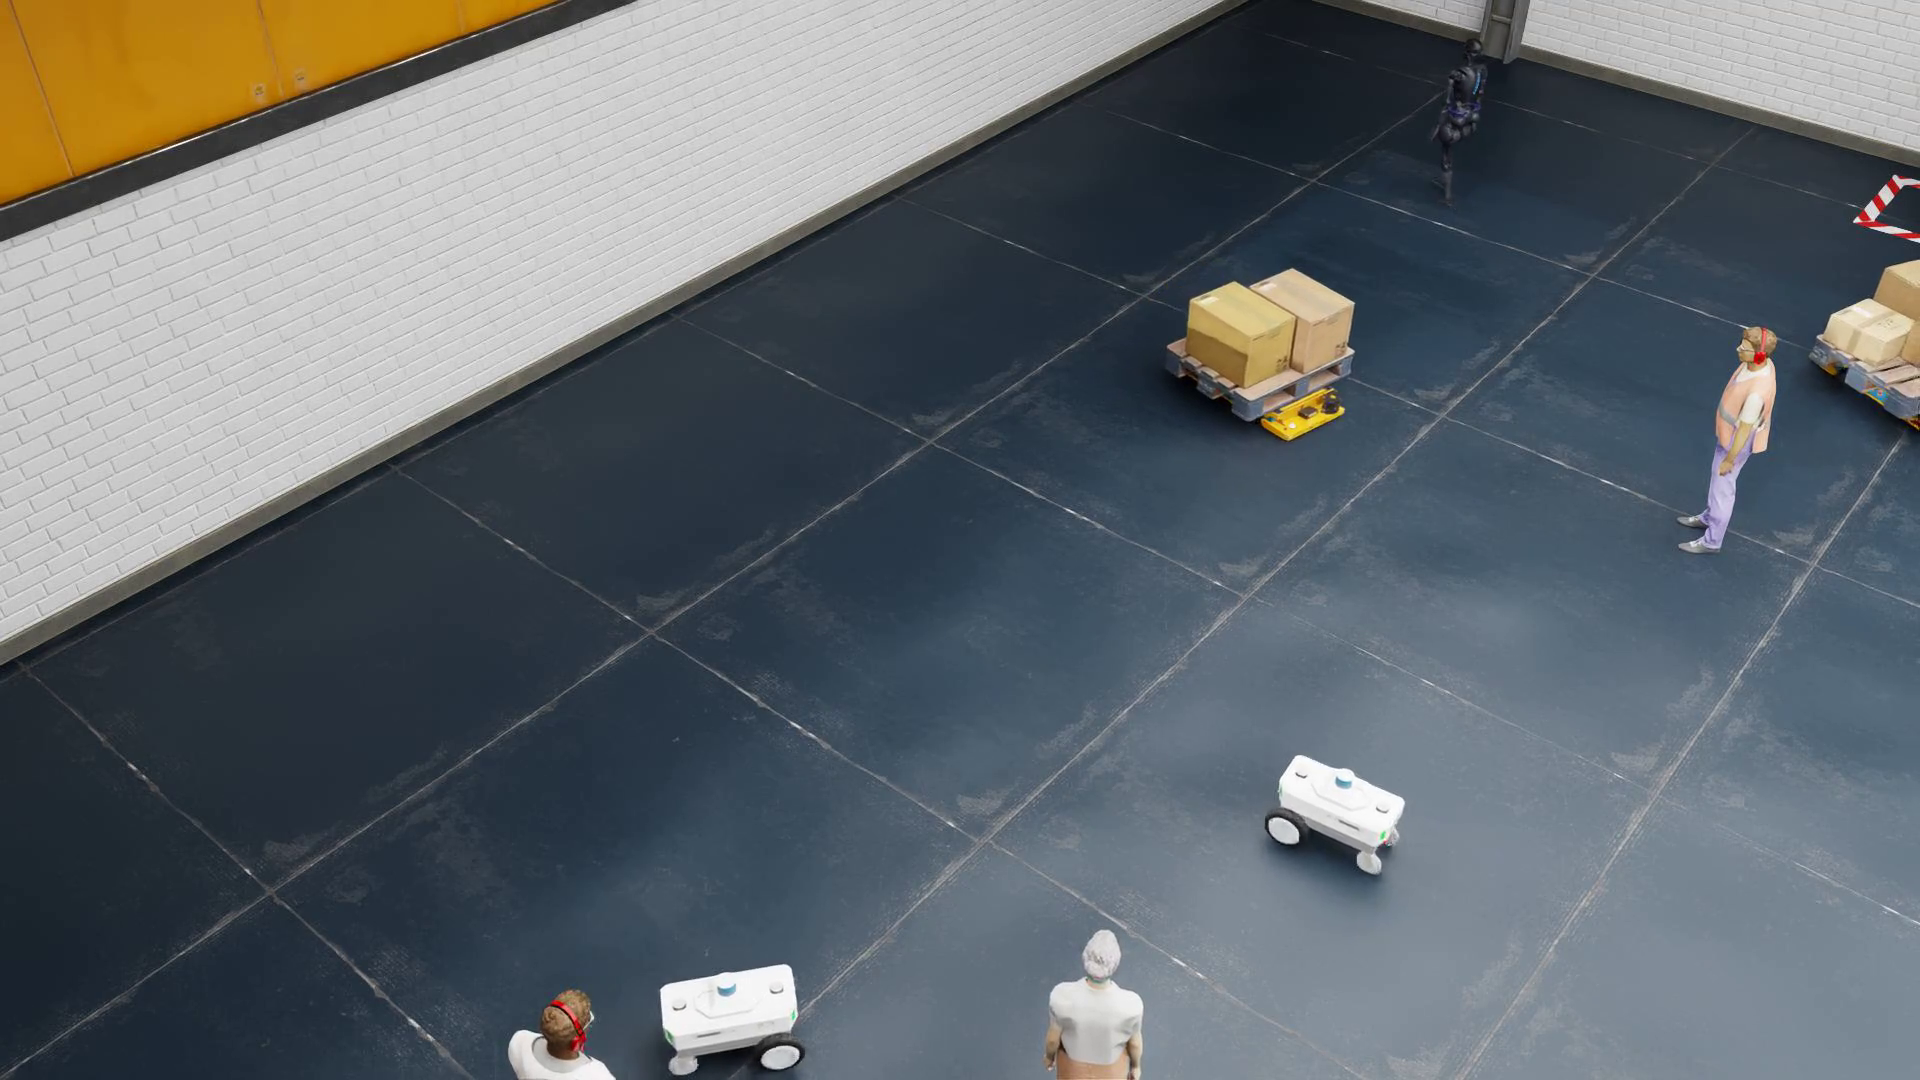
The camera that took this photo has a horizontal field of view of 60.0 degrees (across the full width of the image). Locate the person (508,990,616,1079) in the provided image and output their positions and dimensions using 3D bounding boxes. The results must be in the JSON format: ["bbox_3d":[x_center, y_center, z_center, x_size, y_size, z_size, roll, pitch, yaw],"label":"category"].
[{"bbox_3d":[-1.747,2.736,7.648,0.566,1.832,0.404,18,42,21],"label":"person"}]

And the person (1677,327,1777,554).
[{"bbox_3d":[5.561,-0.711,11.923,0.391,1.836,0.559,12,40,14],"label":"person"}]

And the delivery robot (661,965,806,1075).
[{"bbox_3d":[-1.214,2.535,8.905,0.773,0.586,0.499,-7,39,-9],"label":"delivery robot"}]

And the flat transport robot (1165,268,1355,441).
[{"bbox_3d":[2.474,-1.328,13.935,0.659,0.231,1.431,-25,45,-28],"label":"flat transport robot"}]

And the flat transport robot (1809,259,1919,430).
[{"bbox_3d":[7.893,-1.292,13.890,0.659,0.231,1.431,-14,41,-17],"label":"flat transport robot"}]

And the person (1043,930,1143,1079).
[{"bbox_3d":[0.637,2.498,8.007,0.473,1.746,0.321,5,39,7],"label":"person"}]

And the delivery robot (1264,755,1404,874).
[{"bbox_3d":[2.276,1.614,10.045,0.773,0.582,0.499,22,44,25],"label":"delivery robot"}]

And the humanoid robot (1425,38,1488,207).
[{"bbox_3d":[4.806,-4.107,16.271,0.608,1.646,0.510,-23,44,-26],"label":"humanoid robot"}]
